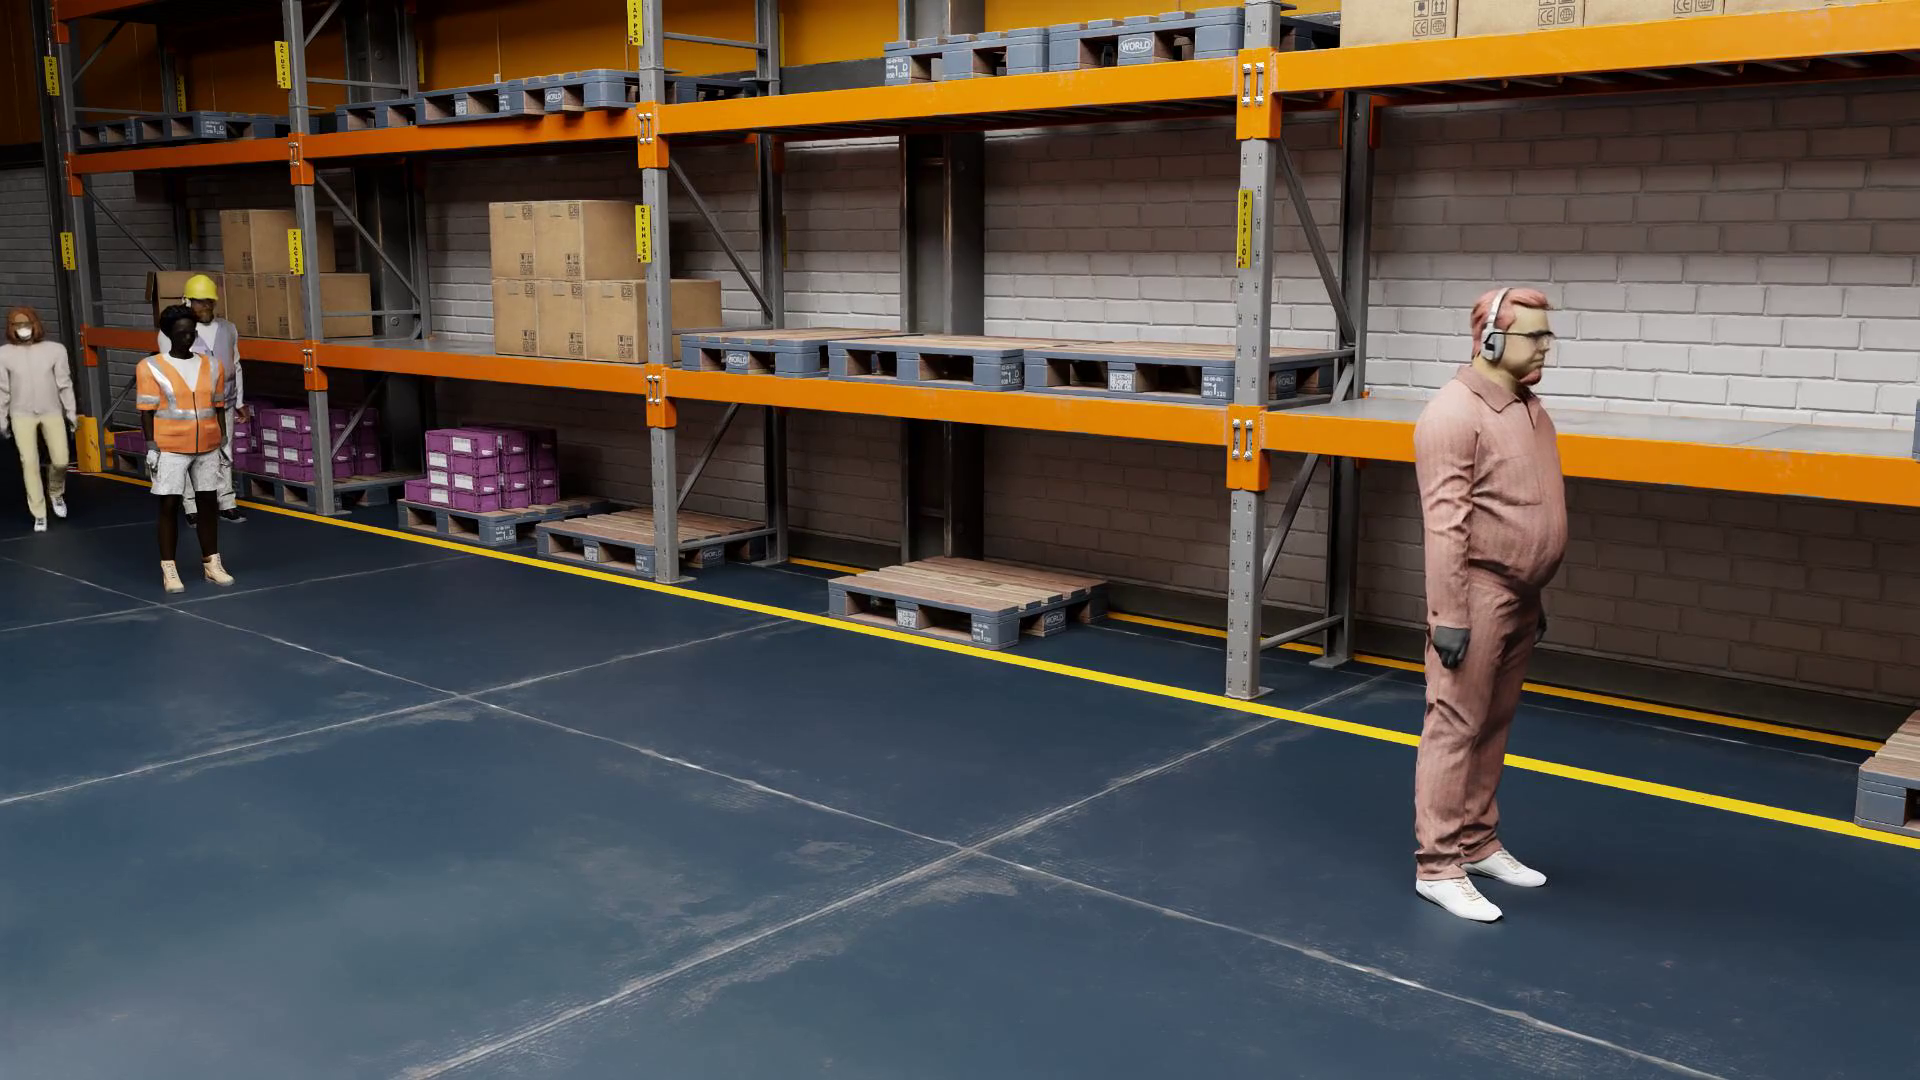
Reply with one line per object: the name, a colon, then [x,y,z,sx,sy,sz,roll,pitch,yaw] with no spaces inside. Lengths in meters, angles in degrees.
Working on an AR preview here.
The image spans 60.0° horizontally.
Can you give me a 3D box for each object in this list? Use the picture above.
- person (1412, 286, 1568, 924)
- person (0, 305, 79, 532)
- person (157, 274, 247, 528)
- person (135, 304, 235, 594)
person: [1.639,0.186,5.107,0.409,1.908,0.639,8,13,40]
person: [-6.652,-0.879,11.976,0.520,1.619,0.425,-6,11,-30]
person: [-5.497,-1.011,12.130,0.403,1.833,0.586,8,13,40]
person: [-4.577,-0.544,9.852,0.319,1.698,0.532,8,13,40]
